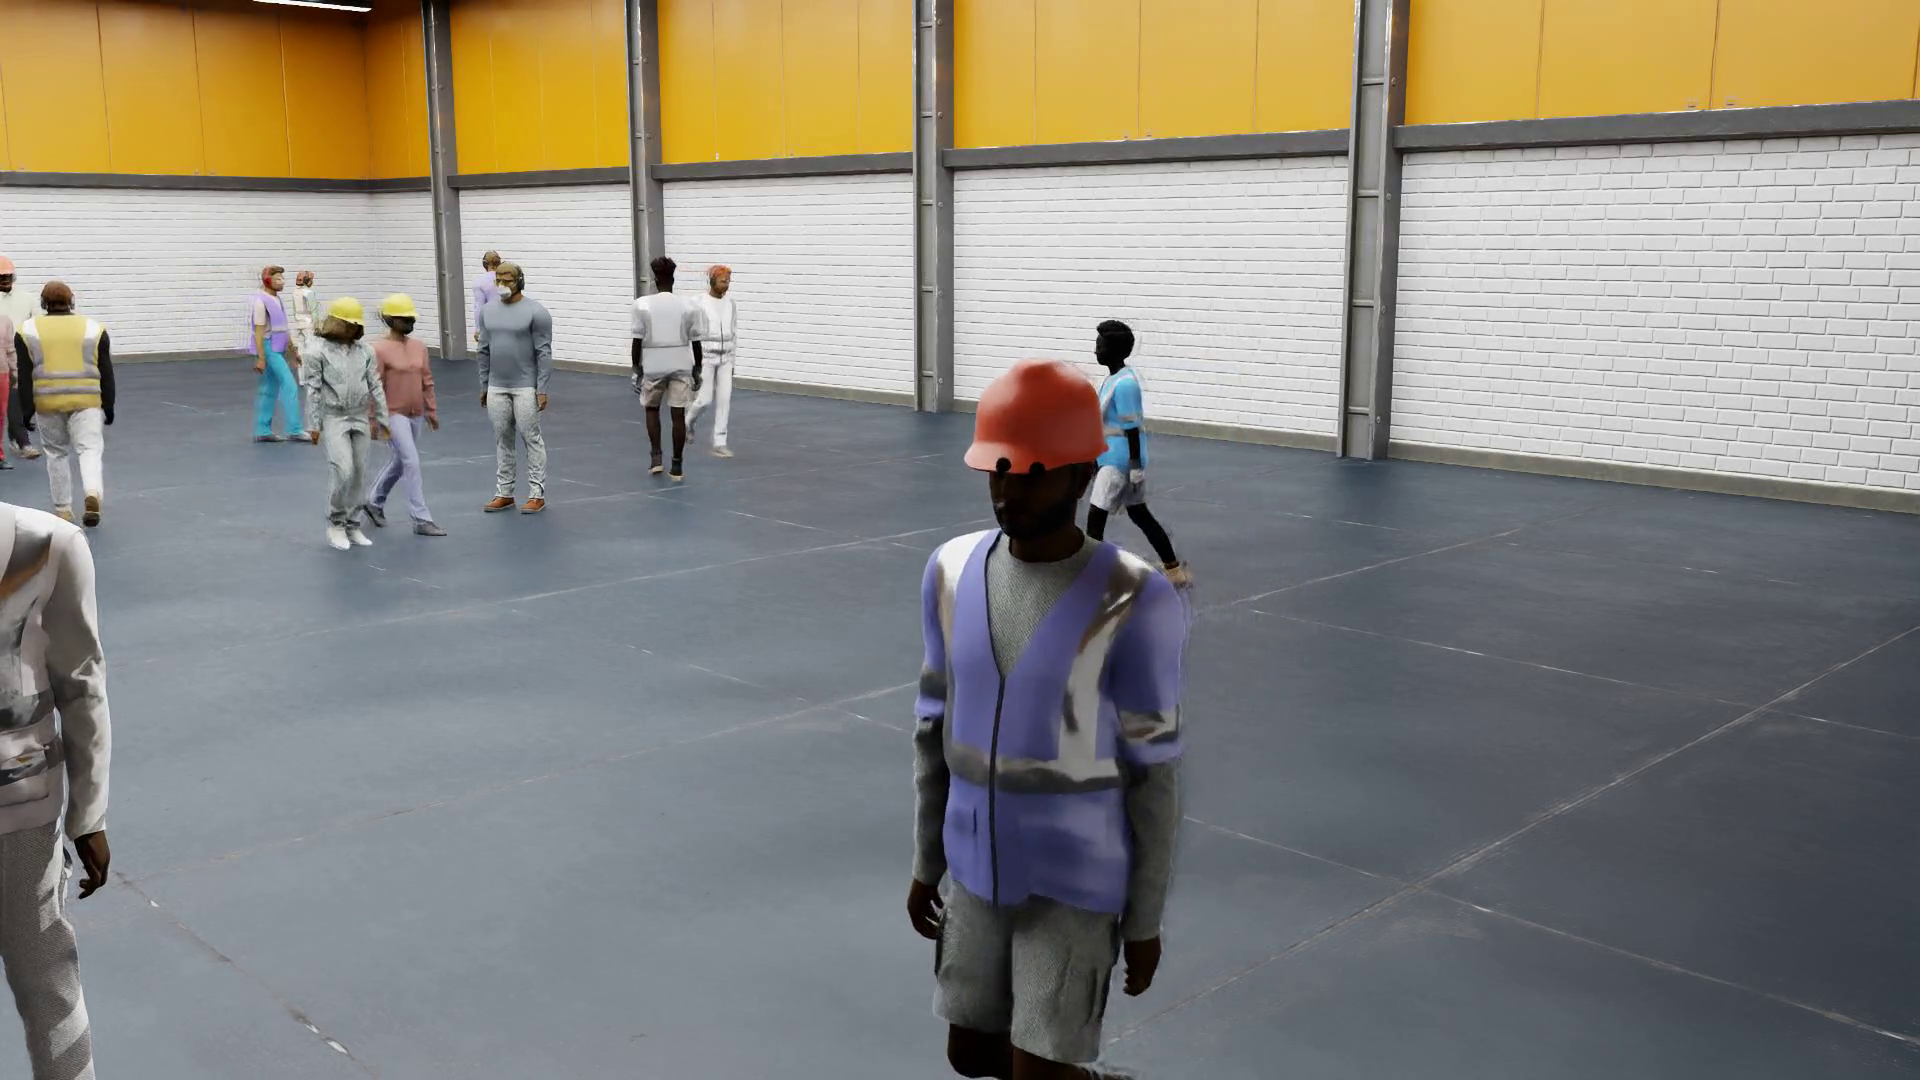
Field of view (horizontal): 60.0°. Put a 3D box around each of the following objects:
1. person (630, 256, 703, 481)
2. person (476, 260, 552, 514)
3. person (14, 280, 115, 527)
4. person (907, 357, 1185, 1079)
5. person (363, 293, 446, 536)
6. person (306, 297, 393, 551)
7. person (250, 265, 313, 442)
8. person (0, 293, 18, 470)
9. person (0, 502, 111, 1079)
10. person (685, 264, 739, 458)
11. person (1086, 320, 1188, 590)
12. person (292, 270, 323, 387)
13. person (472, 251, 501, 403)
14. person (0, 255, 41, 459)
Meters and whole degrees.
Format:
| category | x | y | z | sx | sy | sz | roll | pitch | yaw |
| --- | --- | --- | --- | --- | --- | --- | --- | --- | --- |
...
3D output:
| category | x | y | z | sx | sy | sz | roll | pitch | yaw |
| --- | --- | --- | --- | --- | --- | --- | --- | --- | --- |
| person | -2.575 | -1.502 | 14.577 | 0.635 | 1.943 | 0.609 | -3 | 11 | -14 |
| person | -3.427 | -1.168 | 12.794 | 0.632 | 1.940 | 0.372 | 3 | 11 | 16 |
| person | -6.525 | -0.989 | 12.178 | 0.634 | 1.819 | 0.812 | -6 | 12 | -28 |
| person | 0.176 | 0.603 | 3.185 | 0.560 | 1.922 | 0.723 | 7 | 13 | 35 |
| person | -4.048 | -0.909 | 11.957 | 0.855 | 1.733 | 0.528 | 5 | 12 | 26 |
| person | -4.161 | -0.787 | 11.320 | 0.438 | 1.713 | 0.490 | 7 | 13 | 35 |
| person | -6.932 | -1.899 | 17.098 | 0.780 | 1.817 | 0.593 | -2 | 11 | -8 |
| person | -8.761 | -1.498 | 15.059 | 0.430 | 1.751 | 0.537 | 5 | 11 | 25 |
| person | -2.064 | 0.574 | 3.445 | 0.574 | 1.883 | 0.355 | -2 | 11 | -9 |
| person | -2.427 | -1.742 | 16.128 | 0.597 | 1.863 | 0.674 | -8 | 13 | -39 |
| person | 0.954 | -0.464 | 9.751 | 0.880 | 1.648 | 0.542 | 0 | 10 | -1 |
| person | -9.203 | -2.973 | 23.450 | 0.514 | 1.640 | 0.310 | 8 | 13 | 36 |
| person | -5.881 | -2.692 | 21.107 | 0.354 | 1.936 | 0.635 | 10 | 14 | 43 |
| person | -9.178 | -1.778 | 16.112 | 1.025 | 1.949 | 0.607 | 8 | 13 | 38 |
